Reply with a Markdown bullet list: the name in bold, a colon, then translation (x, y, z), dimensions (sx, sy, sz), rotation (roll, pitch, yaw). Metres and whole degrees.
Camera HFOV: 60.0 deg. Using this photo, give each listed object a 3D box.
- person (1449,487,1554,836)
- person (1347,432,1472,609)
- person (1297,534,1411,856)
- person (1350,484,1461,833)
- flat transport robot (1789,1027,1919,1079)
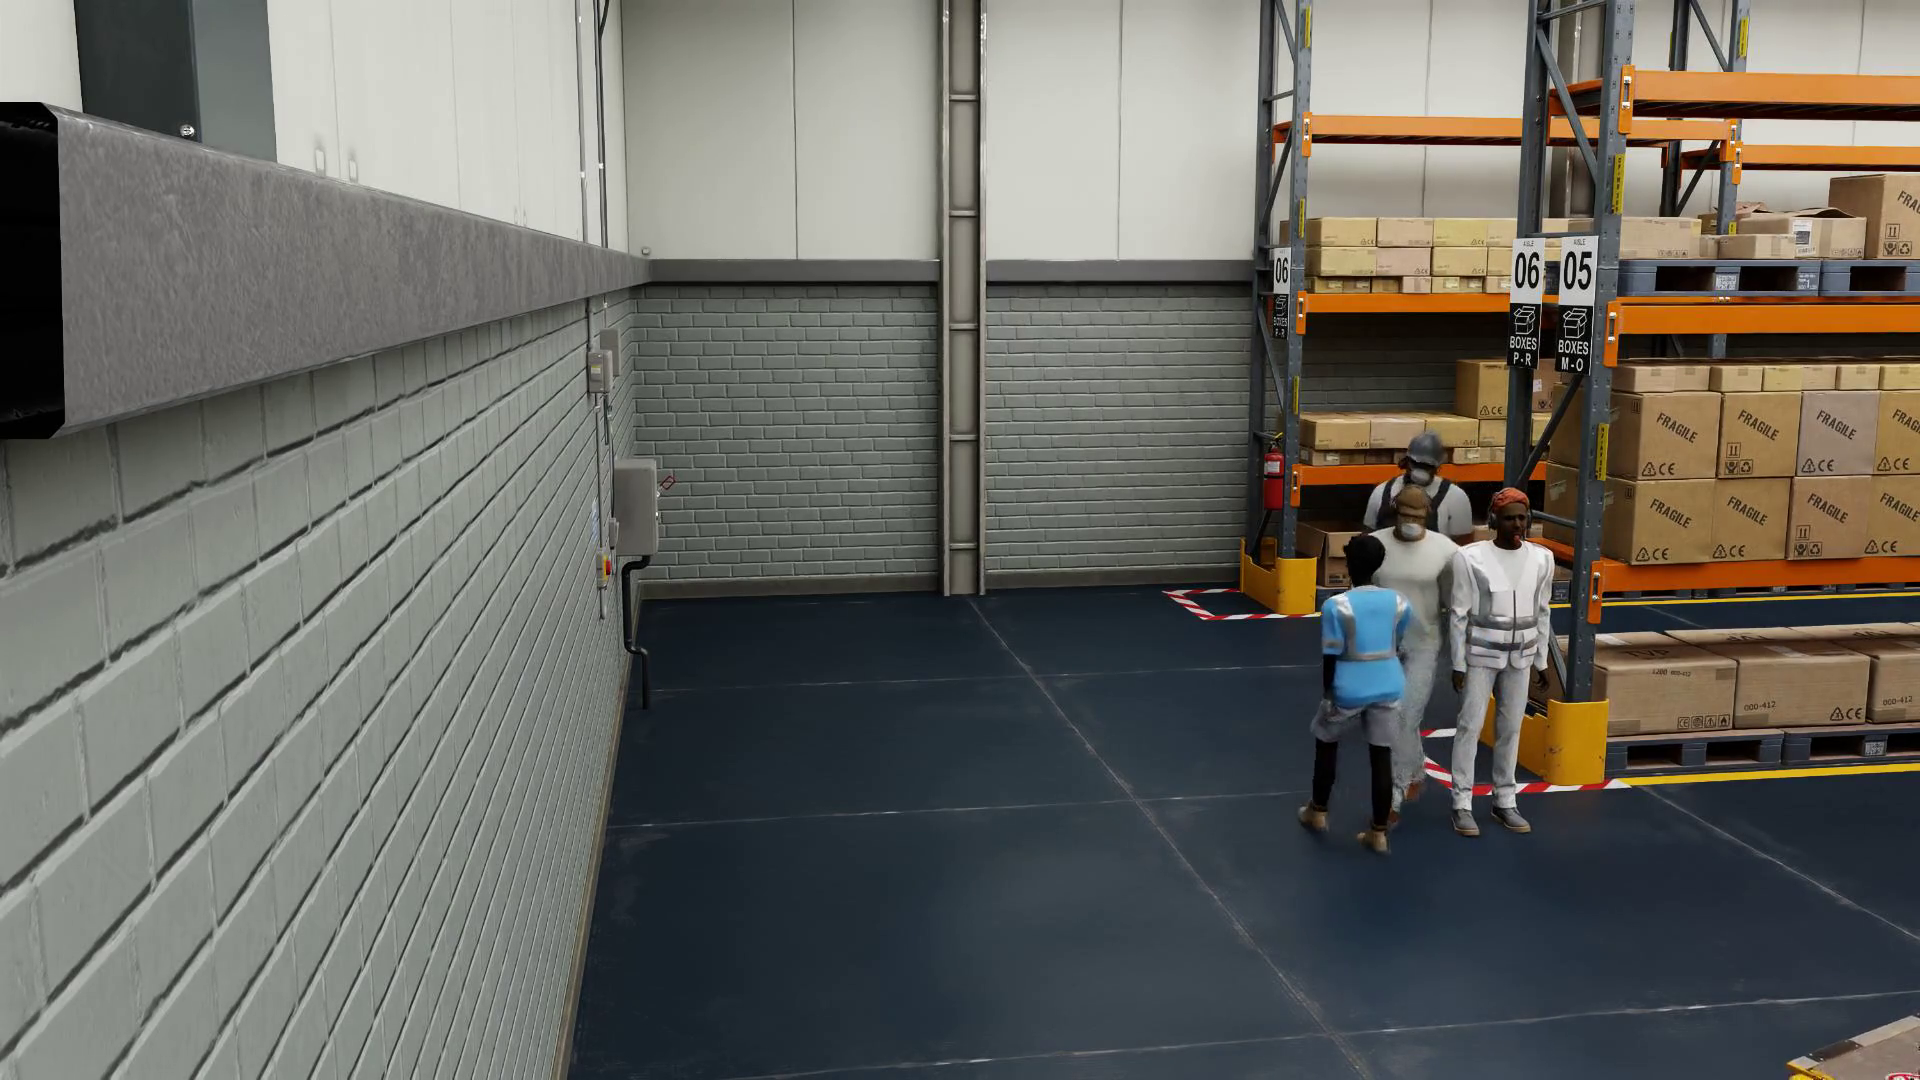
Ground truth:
- **person**: translation (2.907, 0.653, 8.954), dimensions (0.575, 1.883, 0.362), rotation (-1, 9, -8)
- **person**: translation (2.959, 0.234, 11.052), dimensions (0.748, 2.000, 0.996), rotation (8, 12, 40)
- **person**: translation (2.082, 0.788, 8.813), dimensions (0.531, 1.663, 0.737), rotation (-2, 9, -13)
- **person**: translation (2.469, 0.618, 9.210), dimensions (0.622, 1.888, 0.942), rotation (6, 11, 35)
- **flat transport robot**: translation (3.483, 1.958, 5.865), dimensions (1.431, 0.197, 0.652), rotation (-5, 11, -30)
